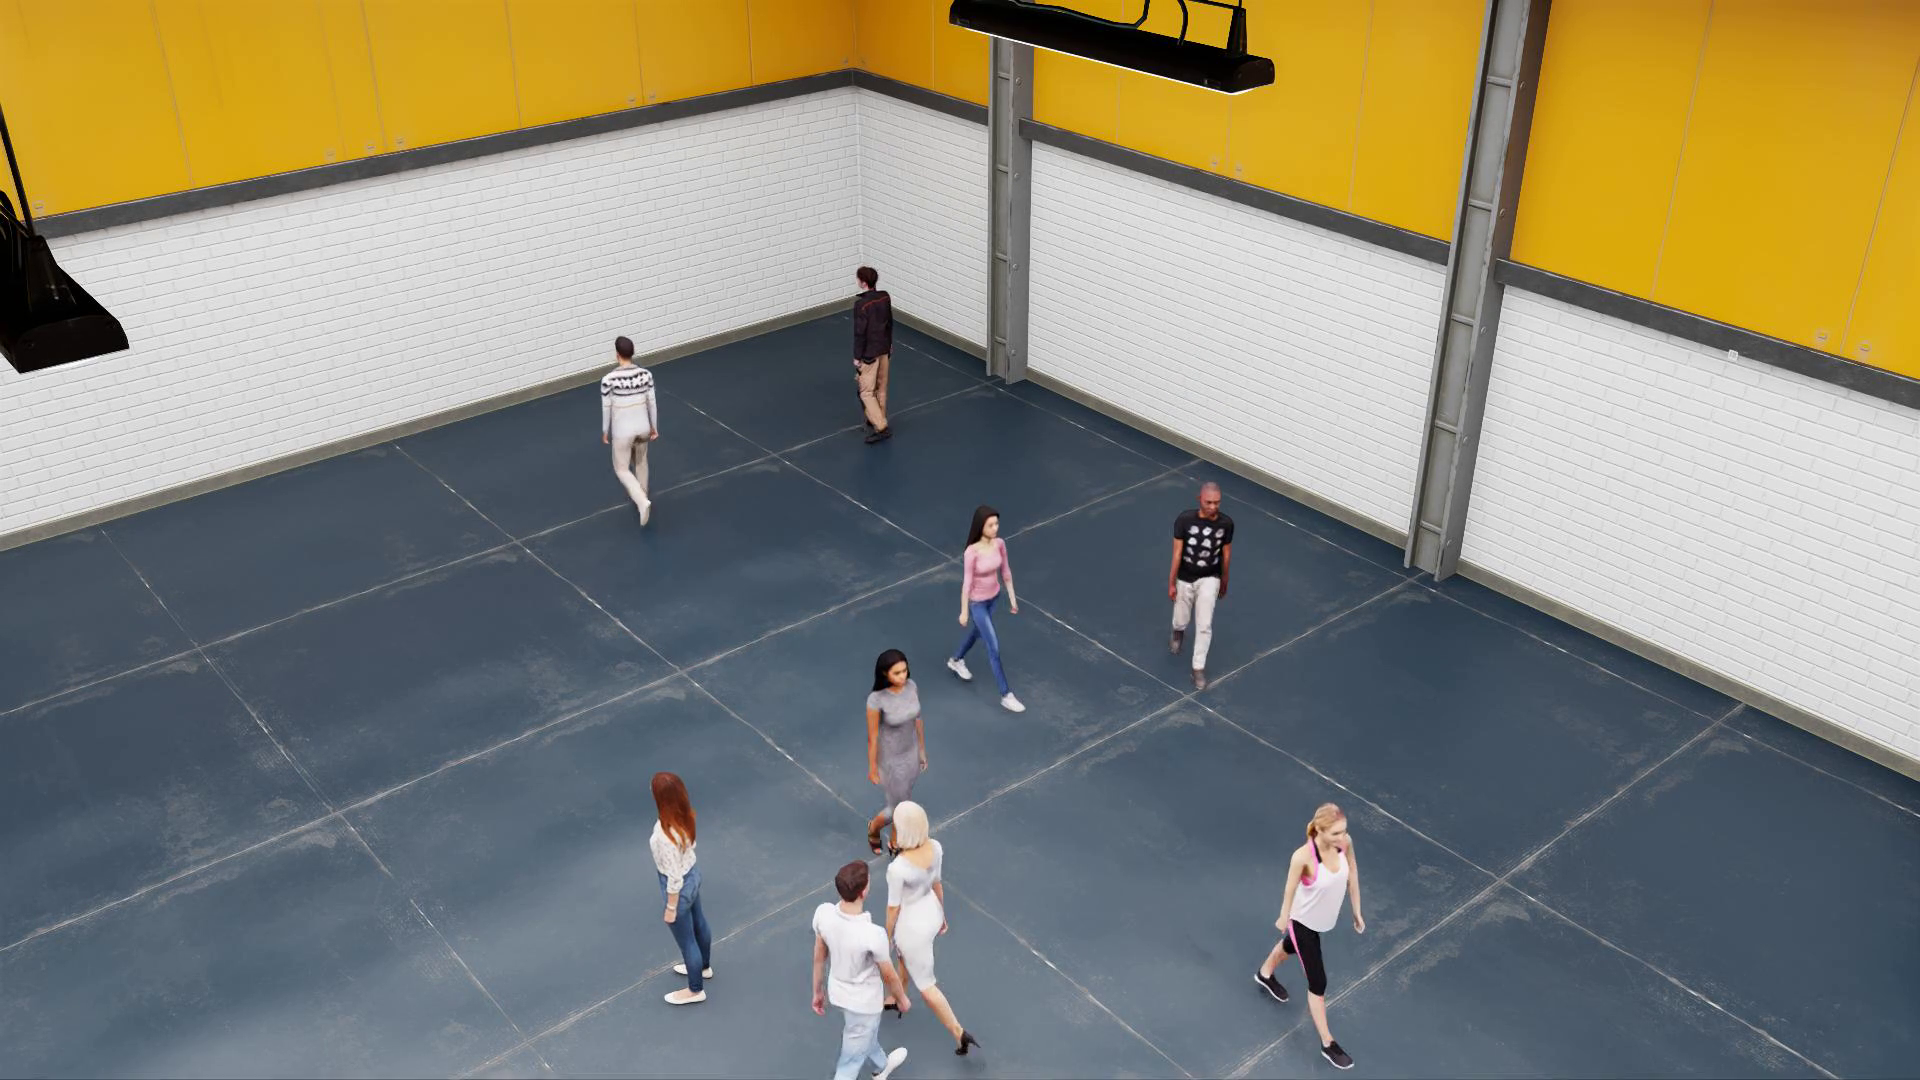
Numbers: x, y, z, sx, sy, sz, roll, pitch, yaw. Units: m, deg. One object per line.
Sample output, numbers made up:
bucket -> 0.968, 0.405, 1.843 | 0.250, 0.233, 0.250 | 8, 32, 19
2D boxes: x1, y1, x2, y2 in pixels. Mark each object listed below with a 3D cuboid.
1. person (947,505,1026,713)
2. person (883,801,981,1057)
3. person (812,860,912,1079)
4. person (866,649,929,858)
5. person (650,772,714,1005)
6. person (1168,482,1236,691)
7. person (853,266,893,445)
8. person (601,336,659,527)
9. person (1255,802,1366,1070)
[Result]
person -> 0.141, 0.485, 13.404 | 0.631, 1.695, 1.150 | -24, 37, -37
person -> -0.198, 2.358, 9.950 | 1.139, 1.715, 0.737 | 19, 34, 31
person -> -0.637, 2.654, 9.314 | 1.211, 1.805, 0.858 | 22, 35, 34
person -> -0.497, 1.488, 11.485 | 0.599, 1.772, 0.666 | -24, 37, -37
person -> -1.723, 2.143, 10.330 | 0.697, 1.728, 0.648 | 4, 29, 7
person -> 1.942, 0.301, 13.649 | 1.009, 1.785, 1.080 | 1, 29, 3
person -> -0.925, -1.991, 17.697 | 0.810, 1.931, 0.874 | -23, 36, -36
person -> -3.160, -1.040, 16.057 | 0.716, 1.833, 0.996 | -19, 34, -31
person -> 2.076, 2.257, 10.123 | 0.713, 1.726, 1.200 | -17, 33, -28
